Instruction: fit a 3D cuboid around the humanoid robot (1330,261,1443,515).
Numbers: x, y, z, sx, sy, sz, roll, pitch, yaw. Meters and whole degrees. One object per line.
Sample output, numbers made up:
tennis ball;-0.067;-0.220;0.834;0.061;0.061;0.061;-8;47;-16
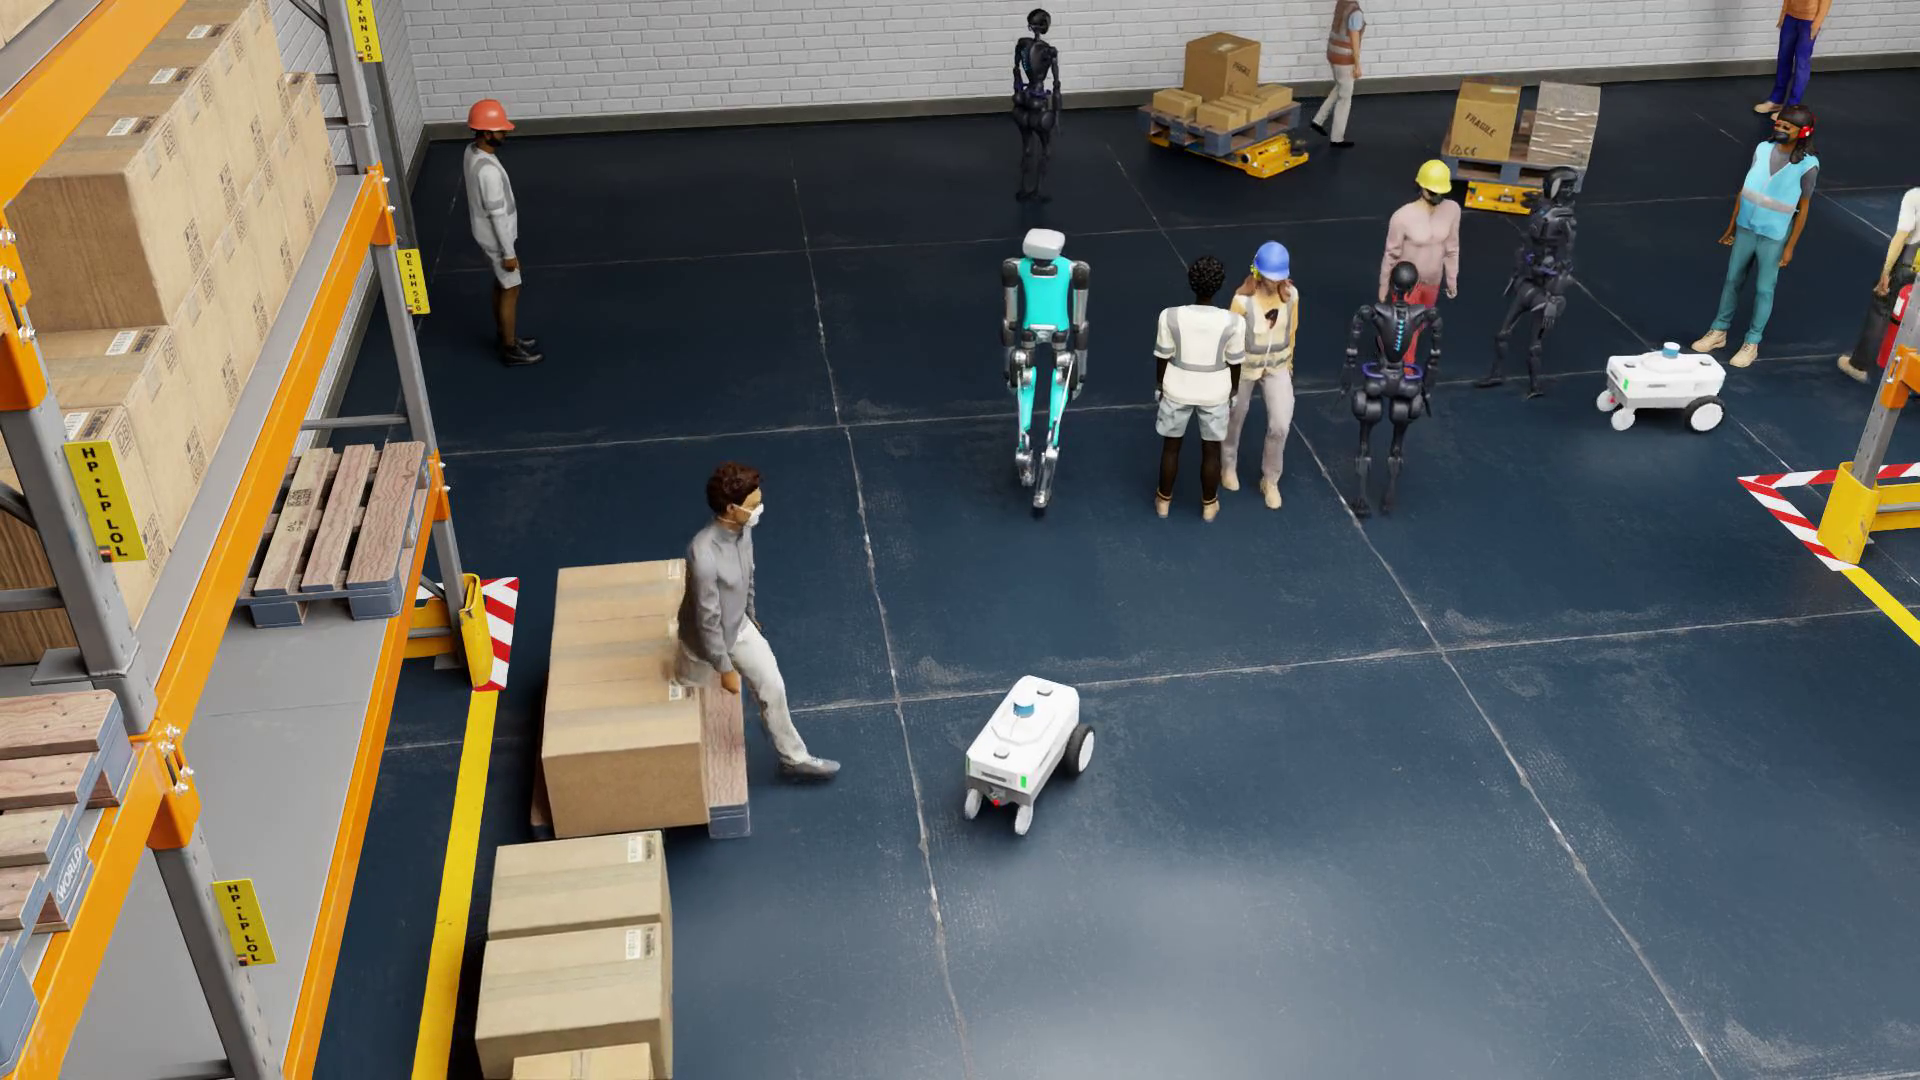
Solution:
humanoid robot;2.541;-0.893;9.935;0.602;1.664;0.345;3;33;5

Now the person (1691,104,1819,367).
person;5.628;-2.136;11.664;0.387;1.866;0.532;-22;39;-30

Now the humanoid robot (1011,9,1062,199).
humanoid robot;0.648;-3.721;14.268;0.326;1.653;0.583;-26;41;-34

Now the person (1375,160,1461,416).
person;3.054;-1.784;11.246;0.545;1.733;0.796;-11;35;-17

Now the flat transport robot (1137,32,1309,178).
flat transport robot;2.486;-3.724;15.559;0.659;0.231;1.431;-28;42;-36

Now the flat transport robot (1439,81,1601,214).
flat transport robot;4.905;-3.253;14.837;0.659;0.231;1.431;11;35;16

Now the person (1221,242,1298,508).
person;1.812;-1.008;10.050;0.488;1.738;0.652;-5;34;-8

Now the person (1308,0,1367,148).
person;3.558;-4.463;15.392;0.372;1.676;0.502;-6;34;-8

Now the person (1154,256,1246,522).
person;1.409;-0.878;9.899;0.535;1.691;0.319;6;34;9

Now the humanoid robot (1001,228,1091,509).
humanoid robot;0.480;-0.945;9.943;0.544;1.749;0.924;6;34;8

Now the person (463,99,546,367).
person;-3.193;-2.126;11.601;0.382;1.924;0.546;-15;36;-22

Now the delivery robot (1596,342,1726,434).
delivery robot;4.727;-1.046;11.181;0.774;0.581;0.499;-2;33;-2

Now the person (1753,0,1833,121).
person;8.133;-5.062;16.056;0.406;1.975;0.511;-12;35;-17

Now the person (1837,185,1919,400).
person;6.470;-1.823;11.226;0.504;1.821;0.717;-4;33;-6

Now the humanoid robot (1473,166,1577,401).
humanoid robot;3.860;-1.693;11.166;0.446;1.652;0.589;-9;34;-14

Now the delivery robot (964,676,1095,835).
delivery robot;0.315;1.000;8.076;0.499;0.614;0.815;15;36;21

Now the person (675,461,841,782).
person;-1.067;0.436;7.759;0.868;1.832;0.558;15;36;21
